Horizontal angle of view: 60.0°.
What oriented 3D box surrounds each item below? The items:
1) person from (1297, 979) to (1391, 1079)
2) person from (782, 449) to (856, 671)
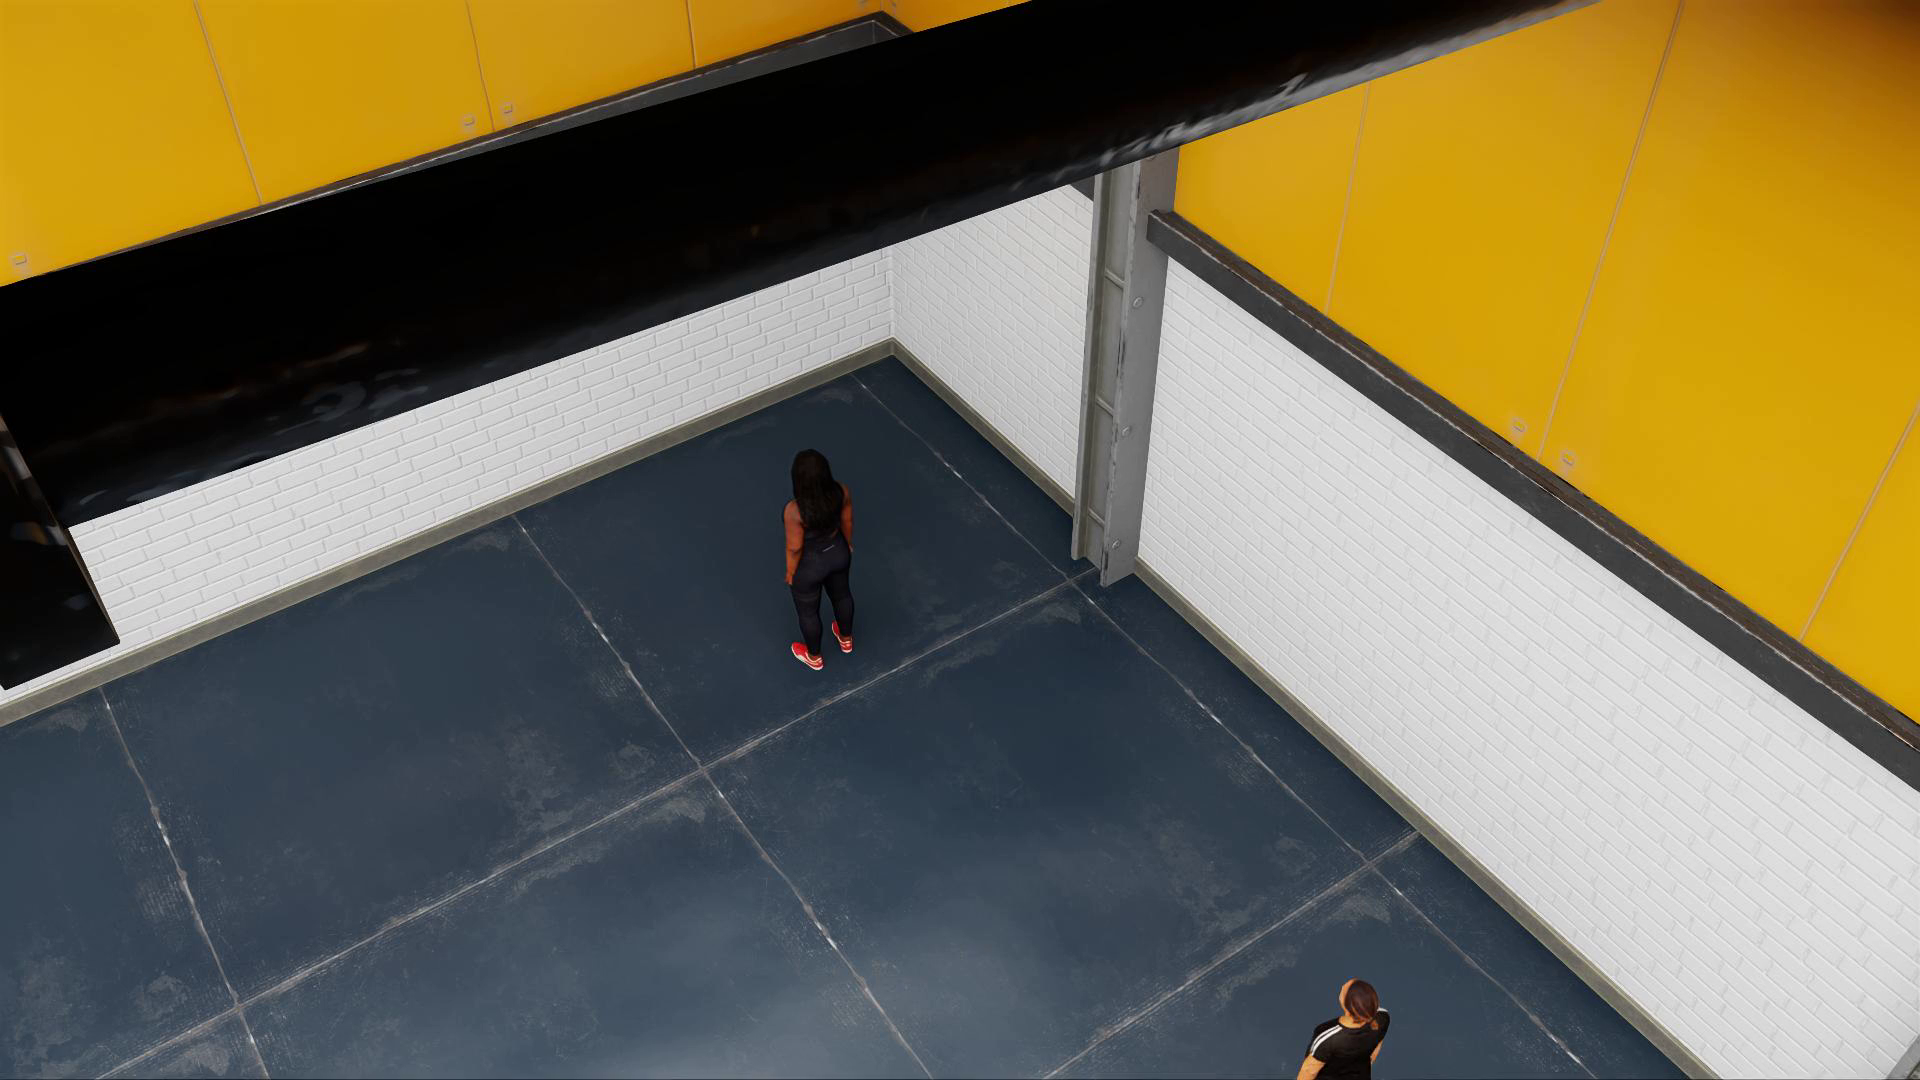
[{"bbox_3d":[1.887,2.719,8.242,0.725,1.654,0.981,-15,46,-15],"label":"person"},{"bbox_3d":[-0.920,0.119,10.853,0.655,1.816,0.597,-27,50,-26],"label":"person"}]
